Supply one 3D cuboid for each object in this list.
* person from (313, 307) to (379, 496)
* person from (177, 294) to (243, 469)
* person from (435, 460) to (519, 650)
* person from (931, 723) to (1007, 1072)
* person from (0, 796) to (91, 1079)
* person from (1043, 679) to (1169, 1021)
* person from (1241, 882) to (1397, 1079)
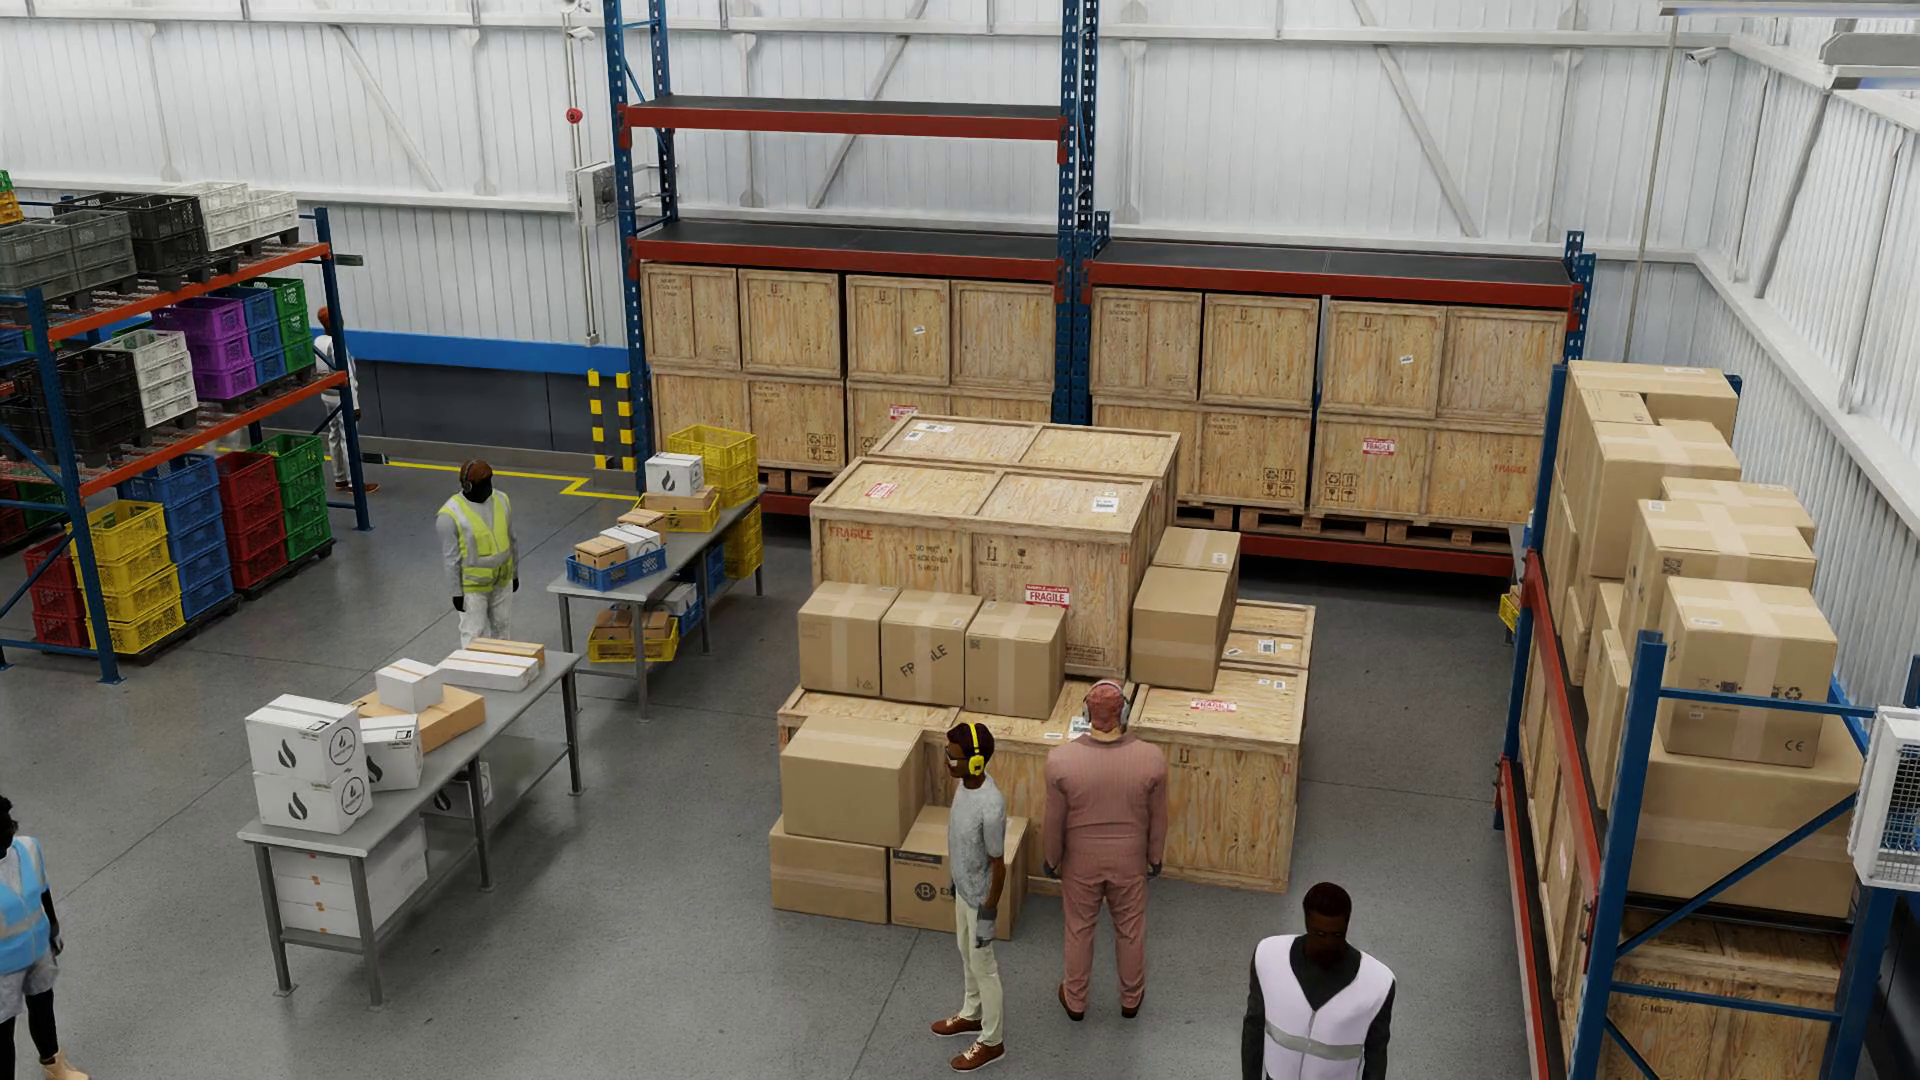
[{"bbox_3d":[-6.074,-1.370,16.348,0.576,1.884,0.354,19,28,40],"label":"person"},{"bbox_3d":[-7.650,-1.619,16.924,0.355,1.937,0.635,19,28,40],"label":"person"},{"bbox_3d":[-3.446,0.293,12.076,0.430,1.835,0.619,16,26,35],"label":"person"},{"bbox_3d":[0.054,1.746,8.217,0.316,1.870,0.531,-7,22,-17],"label":"person"},{"bbox_3d":[-4.495,1.962,7.899,0.319,1.694,0.535,6,22,16],"label":"person"},{"bbox_3d":[0.738,1.600,8.557,0.639,1.901,0.406,0,21,0],"label":"person"},{"bbox_3d":[1.445,2.241,6.855,0.591,1.919,0.388,7,22,18],"label":"person"}]
